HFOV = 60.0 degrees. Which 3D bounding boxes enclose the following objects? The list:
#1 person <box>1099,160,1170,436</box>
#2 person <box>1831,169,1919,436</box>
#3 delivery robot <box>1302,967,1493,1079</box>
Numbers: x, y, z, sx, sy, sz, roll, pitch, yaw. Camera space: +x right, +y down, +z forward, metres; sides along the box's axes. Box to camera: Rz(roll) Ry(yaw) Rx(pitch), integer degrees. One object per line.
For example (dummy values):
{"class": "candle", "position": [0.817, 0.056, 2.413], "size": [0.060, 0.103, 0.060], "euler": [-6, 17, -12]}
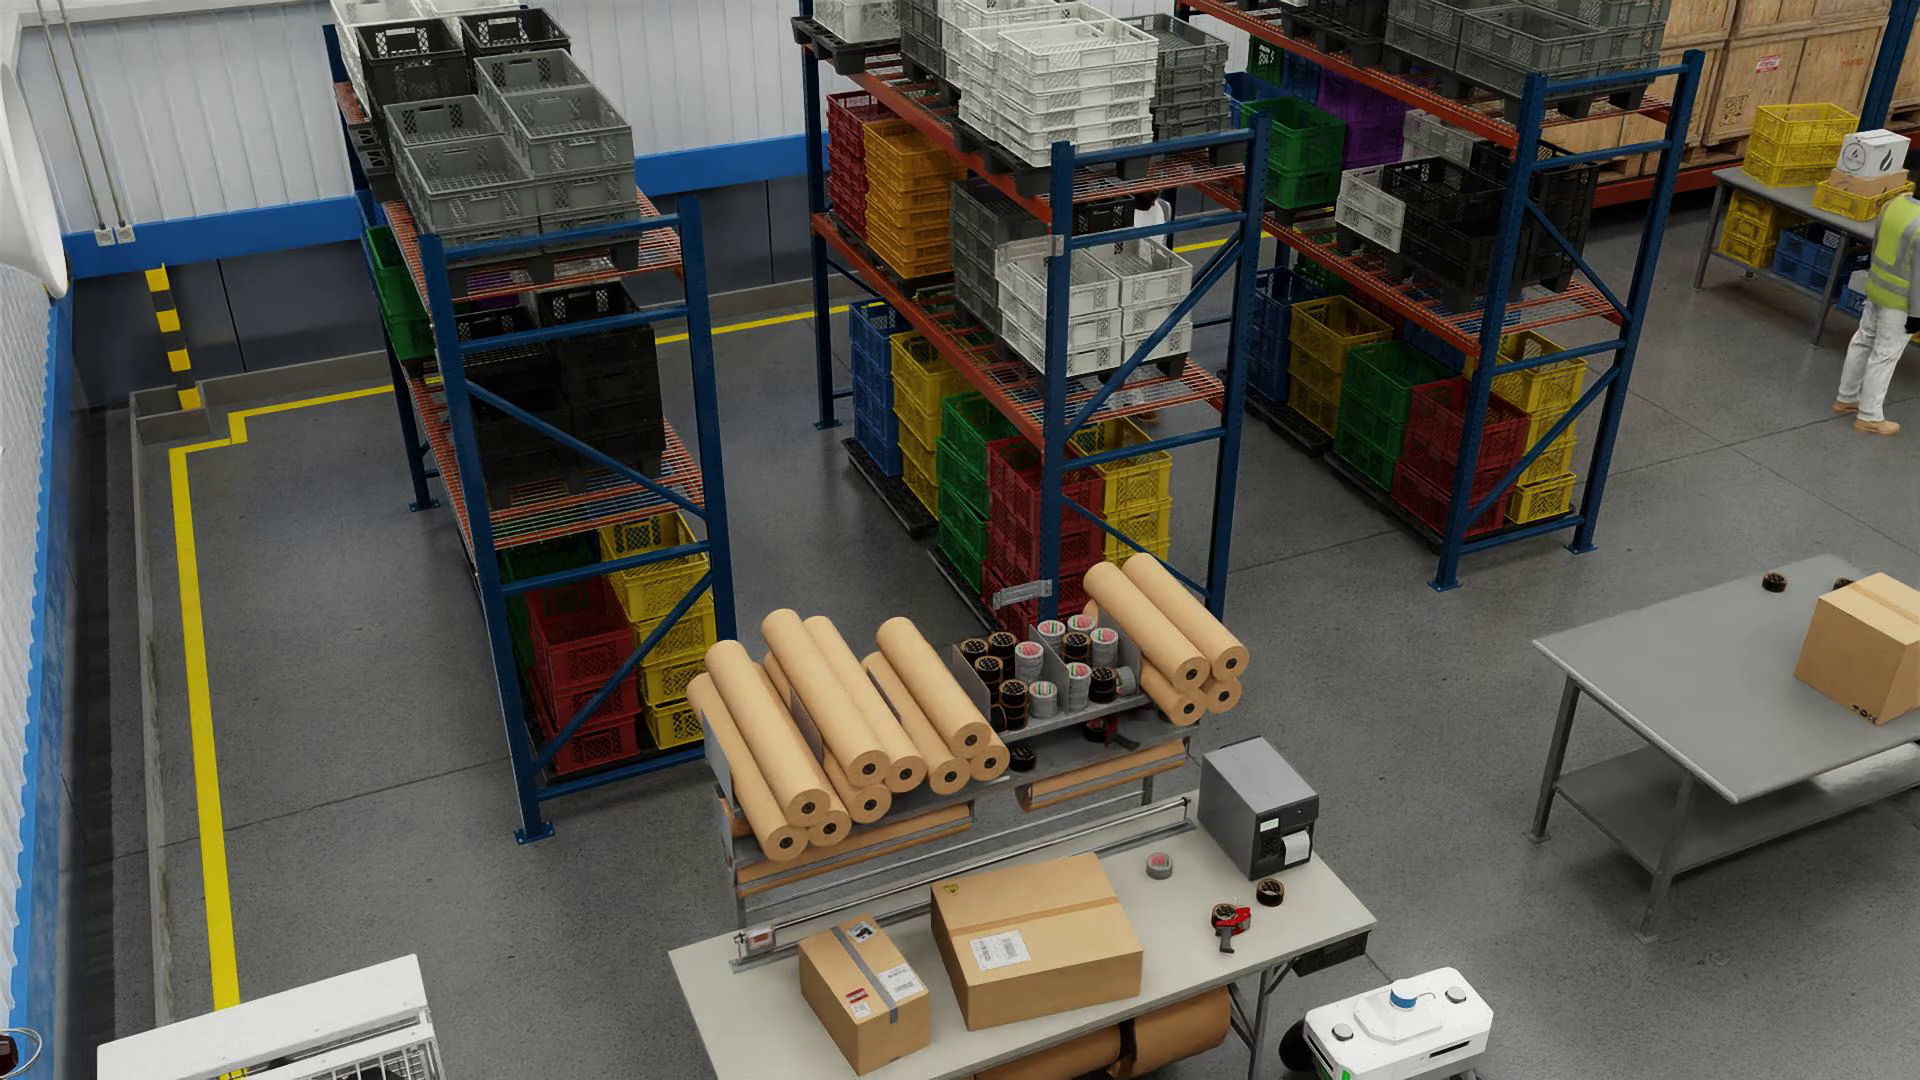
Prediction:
{"class": "person", "position": [1.156, -1.613, 11.038], "size": [0.572, 1.883, 0.354], "euler": [-23, 38, -32]}
{"class": "person", "position": [6.255, -1.614, 11.078], "size": [0.429, 1.845, 0.620], "euler": [0, 32, 0]}
{"class": "delivery robot", "position": [1.702, 1.917, 6.476], "size": [0.707, 0.478, 0.477], "euler": [-12, 33, -18]}
